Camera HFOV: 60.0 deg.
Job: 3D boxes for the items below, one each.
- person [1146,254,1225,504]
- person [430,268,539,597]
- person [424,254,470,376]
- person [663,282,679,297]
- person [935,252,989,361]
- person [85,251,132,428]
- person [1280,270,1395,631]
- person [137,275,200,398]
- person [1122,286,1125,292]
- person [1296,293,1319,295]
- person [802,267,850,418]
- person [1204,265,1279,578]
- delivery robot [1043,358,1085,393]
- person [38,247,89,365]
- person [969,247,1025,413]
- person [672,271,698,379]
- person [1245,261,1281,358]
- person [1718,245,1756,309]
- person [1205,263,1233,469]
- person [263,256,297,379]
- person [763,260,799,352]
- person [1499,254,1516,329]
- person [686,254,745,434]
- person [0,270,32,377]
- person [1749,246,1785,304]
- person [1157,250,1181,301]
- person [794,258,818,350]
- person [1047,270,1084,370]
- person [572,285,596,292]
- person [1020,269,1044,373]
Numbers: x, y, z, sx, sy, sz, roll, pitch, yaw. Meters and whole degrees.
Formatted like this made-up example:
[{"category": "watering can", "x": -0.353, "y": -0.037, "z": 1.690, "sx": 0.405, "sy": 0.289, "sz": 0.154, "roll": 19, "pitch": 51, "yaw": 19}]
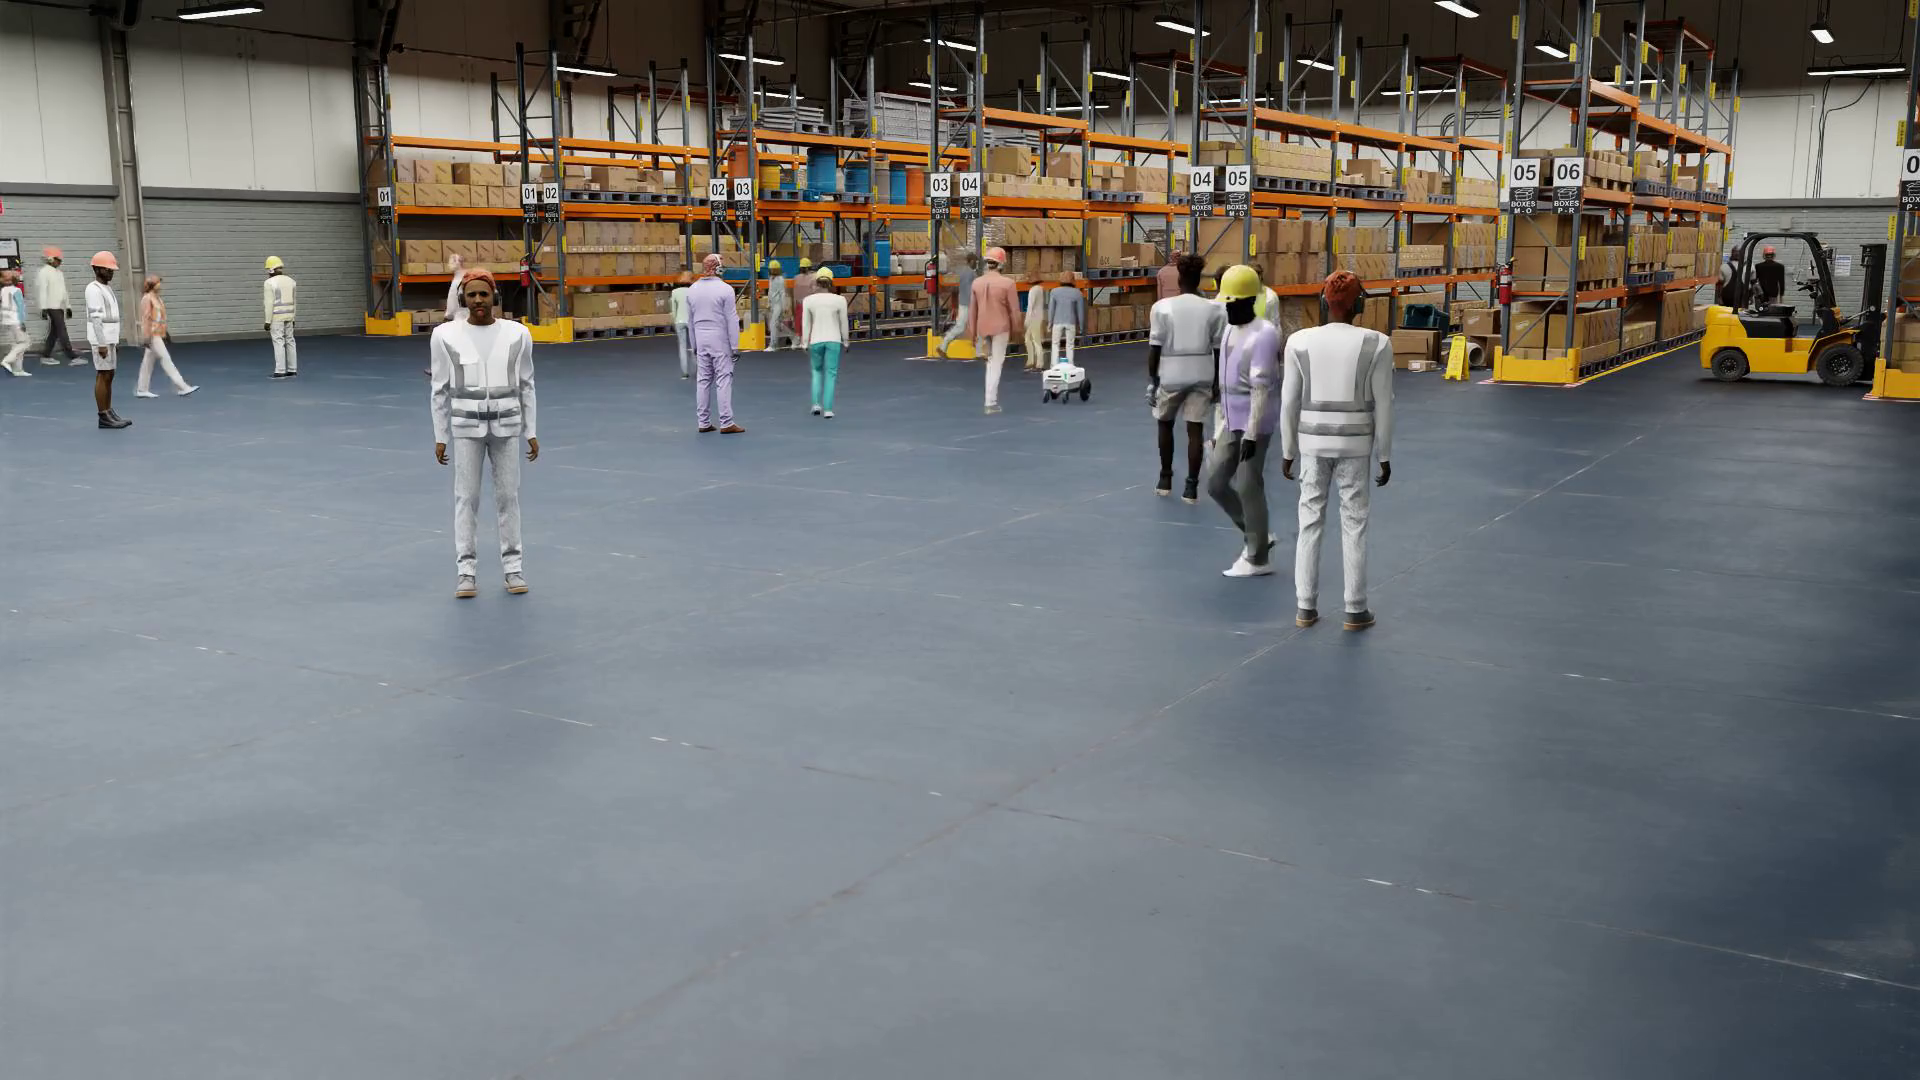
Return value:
[{"category": "person", "x": 1.762, "y": -1.278, "z": 13.140, "sx": 0.639, "sy": 1.932, "sz": 0.786, "roll": 0, "pitch": 10, "yaw": -2}, {"category": "person", "x": -2.724, "y": -0.613, "z": 9.561, "sx": 0.586, "sy": 1.882, "sz": 0.341, "roll": -4, "pitch": 11, "yaw": -21}, {"category": "person", "x": -7.512, "y": -3.336, "z": 24.911, "sx": 1.013, "sy": 1.851, "sz": 0.637, "roll": -3, "pitch": 11, "yaw": -16}, {"category": "person", "x": -7.106, "y": -6.154, "z": 40.533, "sx": 0.624, "sy": 1.905, "sz": 0.453, "roll": 5, "pitch": 11, "yaw": 25}, {"category": "person", "x": 0.058, "y": -3.998, "z": 28.569, "sx": 0.961, "sy": 1.889, "sz": 0.659, "roll": 2, "pitch": 10, "yaw": 11}, {"category": "person", "x": -9.365, "y": -2.193, "z": 18.276, "sx": 0.376, "sy": 1.933, "sz": 0.544, "roll": -2, "pitch": 10, "yaw": -13}, {"category": "person", "x": 1.975, "y": -0.465, "z": 8.733, "sx": 0.584, "sy": 1.882, "sz": 0.337, "roll": 4, "pitch": 11, "yaw": 23}, {"category": "person", "x": -10.441, "y": -2.656, "z": 21.781, "sx": 0.831, "sy": 1.591, "sz": 0.541, "roll": -2, "pitch": 10, "yaw": -12}, {"category": "person", "x": 4.307, "y": -6.276, "z": 41.819, "sx": 0.533, "sy": 1.692, "sz": 0.319, "roll": 2, "pitch": 10, "yaw": 13}, {"category": "person", "x": 8.100, "y": -5.838, "z": 38.824, "sx": 0.664, "sy": 1.881, "sz": 0.504, "roll": 0, "pitch": 10, "yaw": -2}, {"category": "person", "x": -1.556, "y": -2.301, "z": 19.424, "sx": 0.530, "sy": 1.745, "sz": 0.605, "roll": 1, "pitch": 10, "yaw": 6}, {"category": "person", "x": 1.708, "y": -0.701, "z": 10.034, "sx": 0.438, "sy": 1.892, "sz": 0.619, "roll": -3, "pitch": 11, "yaw": -18}, {"category": "delivery robot", "x": 1.331, "y": -2.085, "z": 21.269, "sx": 0.477, "sy": 0.478, "sz": 0.707, "roll": 5, "pitch": 11, "yaw": 24}, {"category": "person", "x": -14.997, "y": -3.873, "z": 27.636, "sx": 0.856, "sy": 1.959, "sz": 0.640, "roll": -1, "pitch": 10, "yaw": -3}, {"category": "person", "x": 0.477, "y": -2.513, "z": 19.961, "sx": 0.623, "sy": 1.971, "sz": 0.693, "roll": 8, "pitch": 13, "yaw": 37}, {"category": "person", "x": -4.088, "y": -3.245, "z": 25.099, "sx": 0.501, "sy": 1.600, "sz": 0.735, "roll": 1, "pitch": 10, "yaw": 5}, {"category": "person", "x": 3.094, "y": -2.044, "z": 17.735, "sx": 0.659, "sy": 1.825, "sz": 0.537, "roll": 0, "pitch": 10, "yaw": 1}, {"category": "person", "x": 15.380, "y": -4.871, "z": 32.972, "sx": 0.683, "sy": 2.000, "sz": 0.906, "roll": 5, "pitch": 11, "yaw": 28}, {"category": "person", "x": 2.334, "y": -1.513, "z": 14.708, "sx": 0.521, "sy": 1.853, "sz": 0.776, "roll": 6, "pitch": 12, "yaw": 31}, {"category": "person", "x": -10.178, "y": -3.319, "z": 24.865, "sx": 0.403, "sy": 1.833, "sz": 0.586, "roll": 4, "pitch": 11, "yaw": 20}, {"category": "person", "x": -3.374, "y": -4.409, "z": 31.278, "sx": 0.743, "sy": 1.718, "sz": 0.482, "roll": -6, "pitch": 12, "yaw": -32}, {"category": "person", "x": 13.035, "y": -5.938, "z": 39.474, "sx": 0.516, "sy": 1.857, "sz": 0.322, "roll": 4, "pitch": 11, "yaw": 23}, {"category": "person", "x": -2.598, "y": -2.084, "z": 17.742, "sx": 0.641, "sy": 1.908, "sz": 0.407, "roll": 6, "pitch": 12, "yaw": 29}, {"category": "person", "x": -14.318, "y": -3.267, "z": 25.138, "sx": 0.536, "sy": 1.621, "sz": 0.419, "roll": 8, "pitch": 13, "yaw": 37}, {"category": "person", "x": 16.782, "y": -5.124, "z": 34.628, "sx": 0.624, "sy": 1.952, "sz": 0.815, "roll": 2, "pitch": 10, "yaw": 10}, {"category": "person", "x": 3.787, "y": -4.140, "z": 29.255, "sx": 0.643, "sy": 1.909, "sz": 0.410, "roll": 7, "pitch": 12, "yaw": 33}, {"category": "person", "x": -2.938, "y": -4.492, "z": 31.662, "sx": 0.536, "sy": 1.740, "sz": 0.435, "roll": 4, "pitch": 11, "yaw": 21}, {"category": "person", "x": 1.571, "y": -3.193, "z": 24.738, "sx": 0.537, "sy": 1.624, "sz": 0.336, "roll": 1, "pitch": 10, "yaw": 7}, {"category": "person", "x": -9.005, "y": -5.973, "z": 39.712, "sx": 0.535, "sy": 1.843, "sz": 0.749, "roll": 5, "pitch": 11, "yaw": 25}, {"category": "person", "x": 1.087, "y": -3.429, "z": 26.052, "sx": 0.557, "sy": 1.613, "sz": 0.523, "roll": 3, "pitch": 11, "yaw": 16}]
